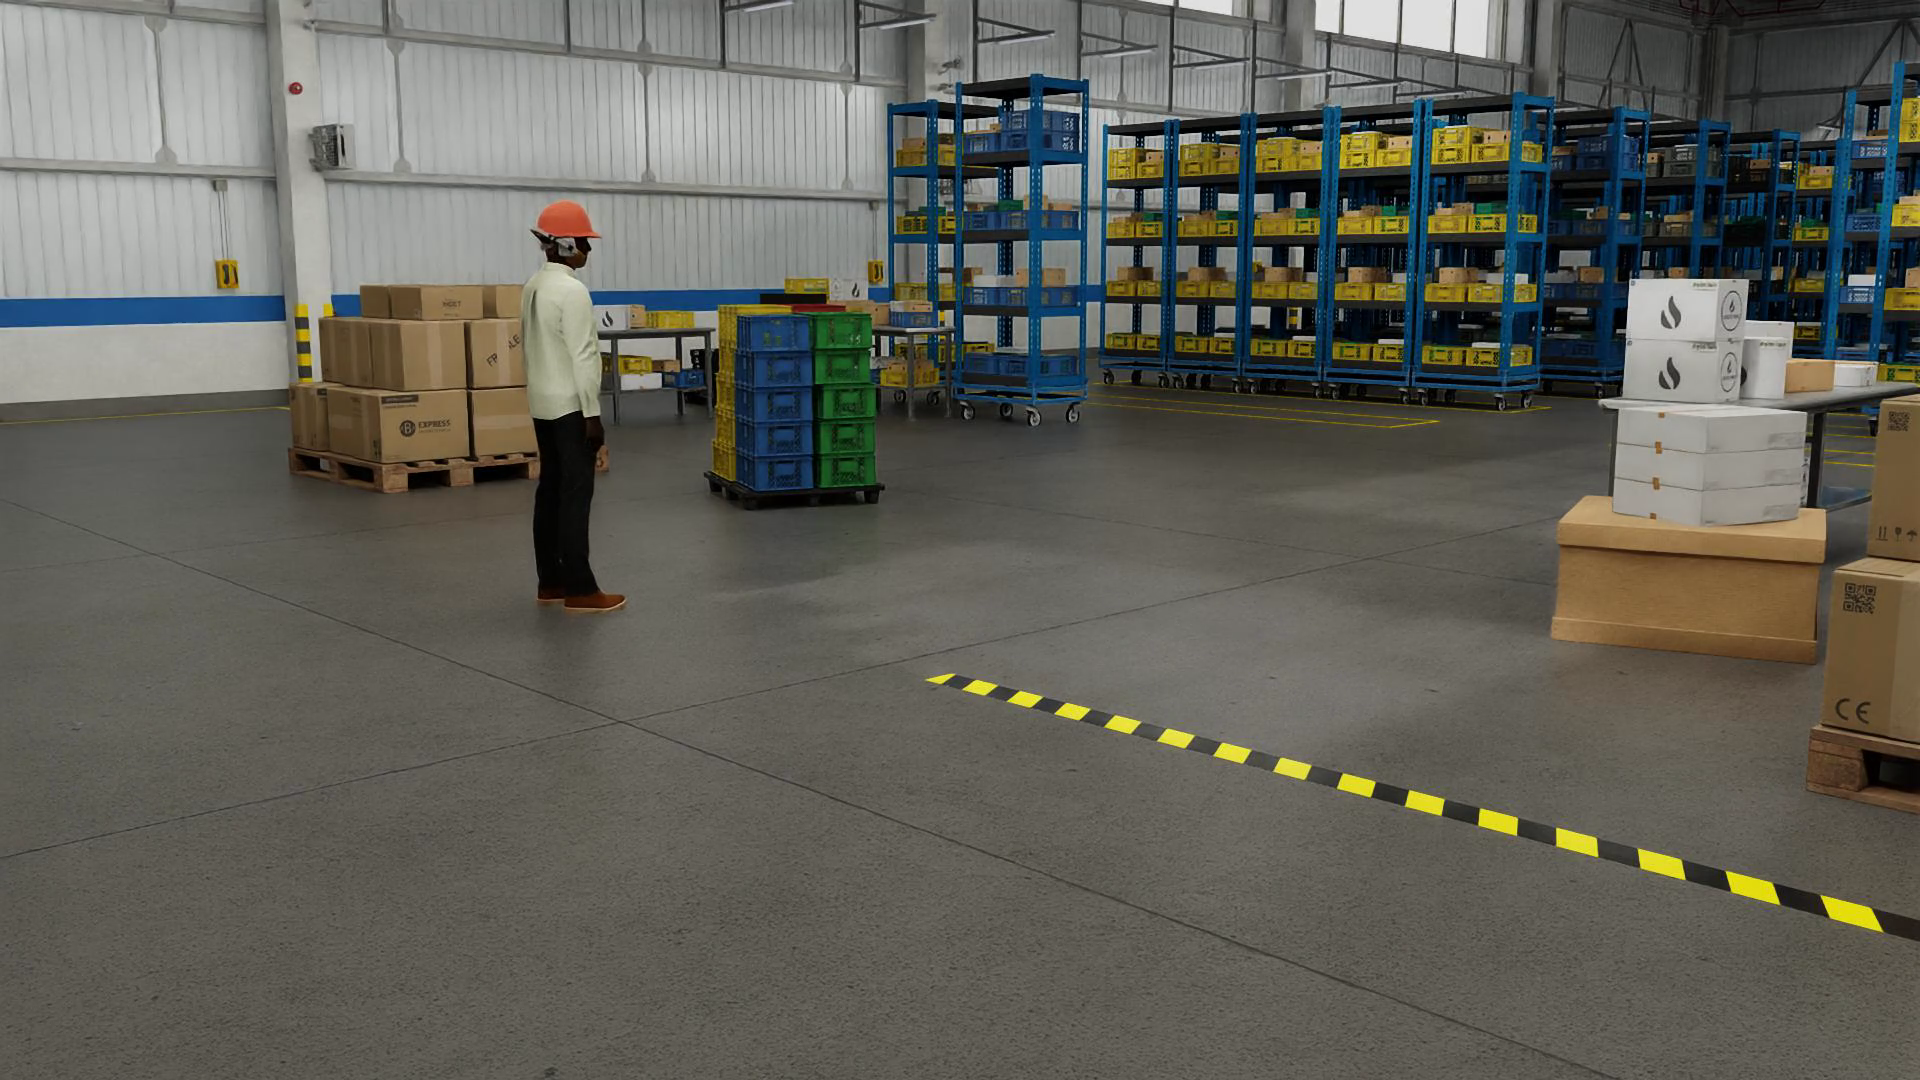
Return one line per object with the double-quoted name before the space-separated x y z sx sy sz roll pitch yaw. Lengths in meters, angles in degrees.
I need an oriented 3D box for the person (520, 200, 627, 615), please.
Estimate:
"person" -1.906 -0.637 8.095 0.382 1.993 0.622 -8 12 -39
